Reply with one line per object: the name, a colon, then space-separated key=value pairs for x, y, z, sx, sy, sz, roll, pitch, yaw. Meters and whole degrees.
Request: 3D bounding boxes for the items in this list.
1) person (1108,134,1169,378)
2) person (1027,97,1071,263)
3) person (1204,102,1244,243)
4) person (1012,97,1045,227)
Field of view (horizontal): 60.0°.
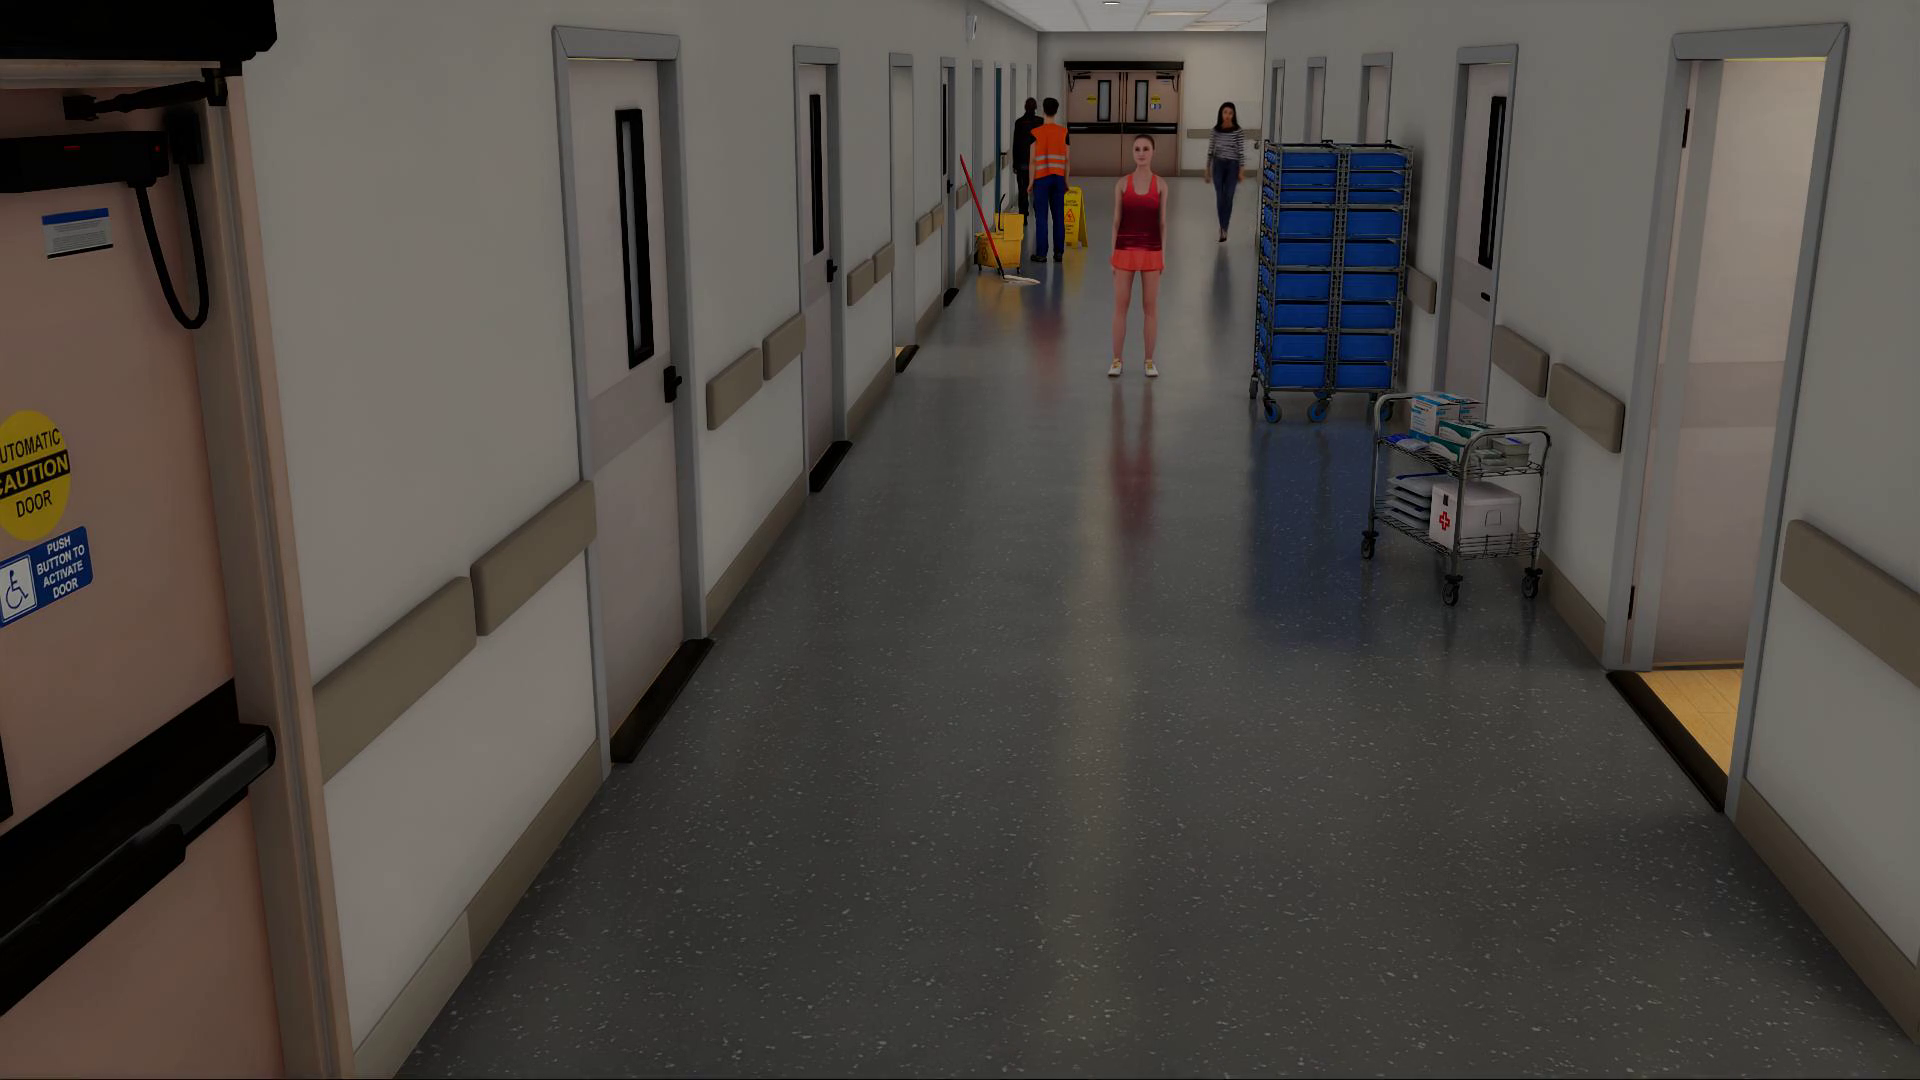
person: x=1.313 y=-2.090 z=12.215 sx=0.554 sy=1.754 sz=0.536 roll=1 pitch=16 yaw=5
person: x=1.053 y=-4.235 z=19.575 sx=0.761 sy=1.888 sz=0.753 roll=-4 pitch=16 yaw=-15
person: x=3.457 y=-4.752 z=21.595 sx=0.705 sy=1.770 sz=0.766 roll=5 pitch=16 yaw=16
person: x=1.022 y=-5.526 z=24.272 sx=0.773 sy=1.825 sz=0.715 roll=-3 pitch=16 yaw=-11
